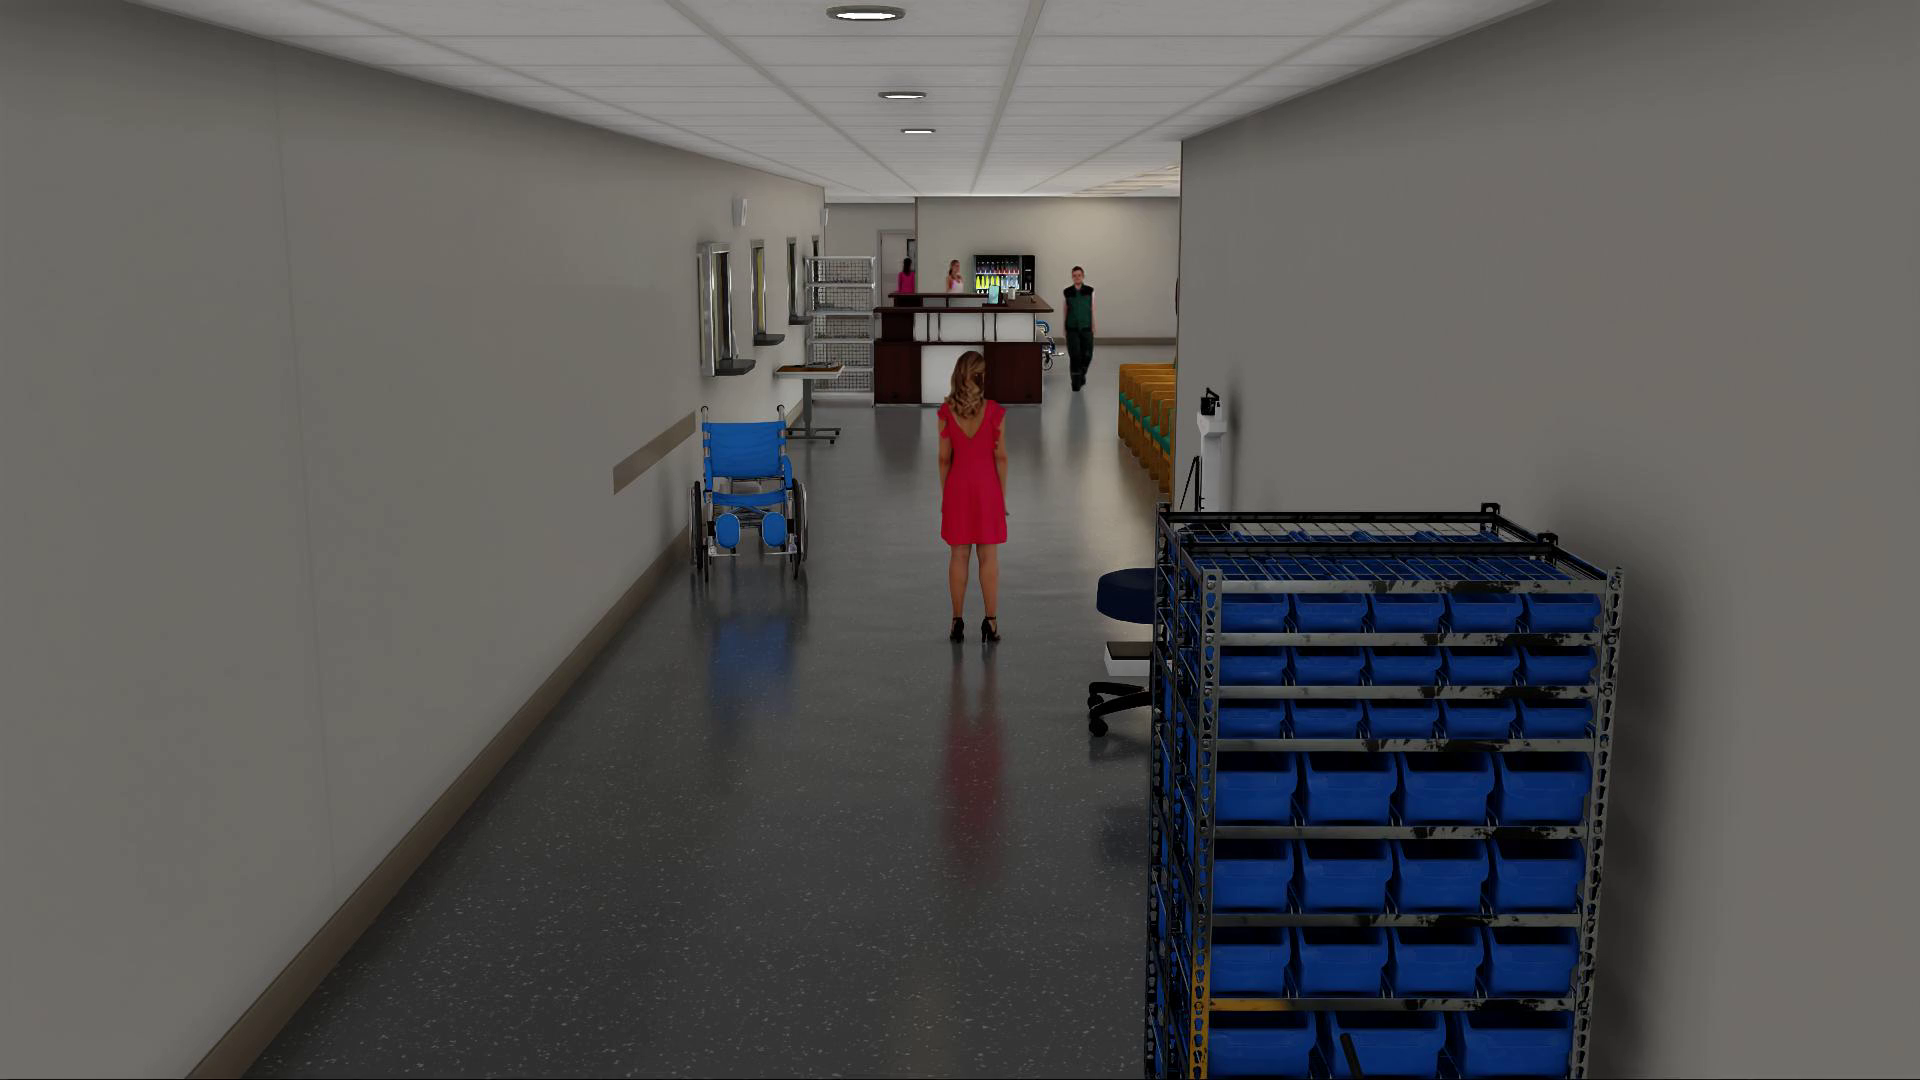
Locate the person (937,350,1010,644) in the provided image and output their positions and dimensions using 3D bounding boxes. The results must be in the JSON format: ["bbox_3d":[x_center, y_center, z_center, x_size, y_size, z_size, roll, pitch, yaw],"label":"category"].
[{"bbox_3d":[0.071,-0.258,9.775,0.536,1.728,0.675,2,11,12],"label":"person"}]

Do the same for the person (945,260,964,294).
[{"bbox_3d":[-0.170,-4.392,31.449,0.875,1.769,0.930,-9,14,-41],"label":"person"}]

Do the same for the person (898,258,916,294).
[{"bbox_3d":[-1.216,-5.488,37.530,1.115,1.655,0.768,2,11,9],"label":"person"}]

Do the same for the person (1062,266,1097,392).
[{"bbox_3d":[1.760,-3.116,24.568,0.808,1.829,0.712,0,11,-1],"label":"person"}]
